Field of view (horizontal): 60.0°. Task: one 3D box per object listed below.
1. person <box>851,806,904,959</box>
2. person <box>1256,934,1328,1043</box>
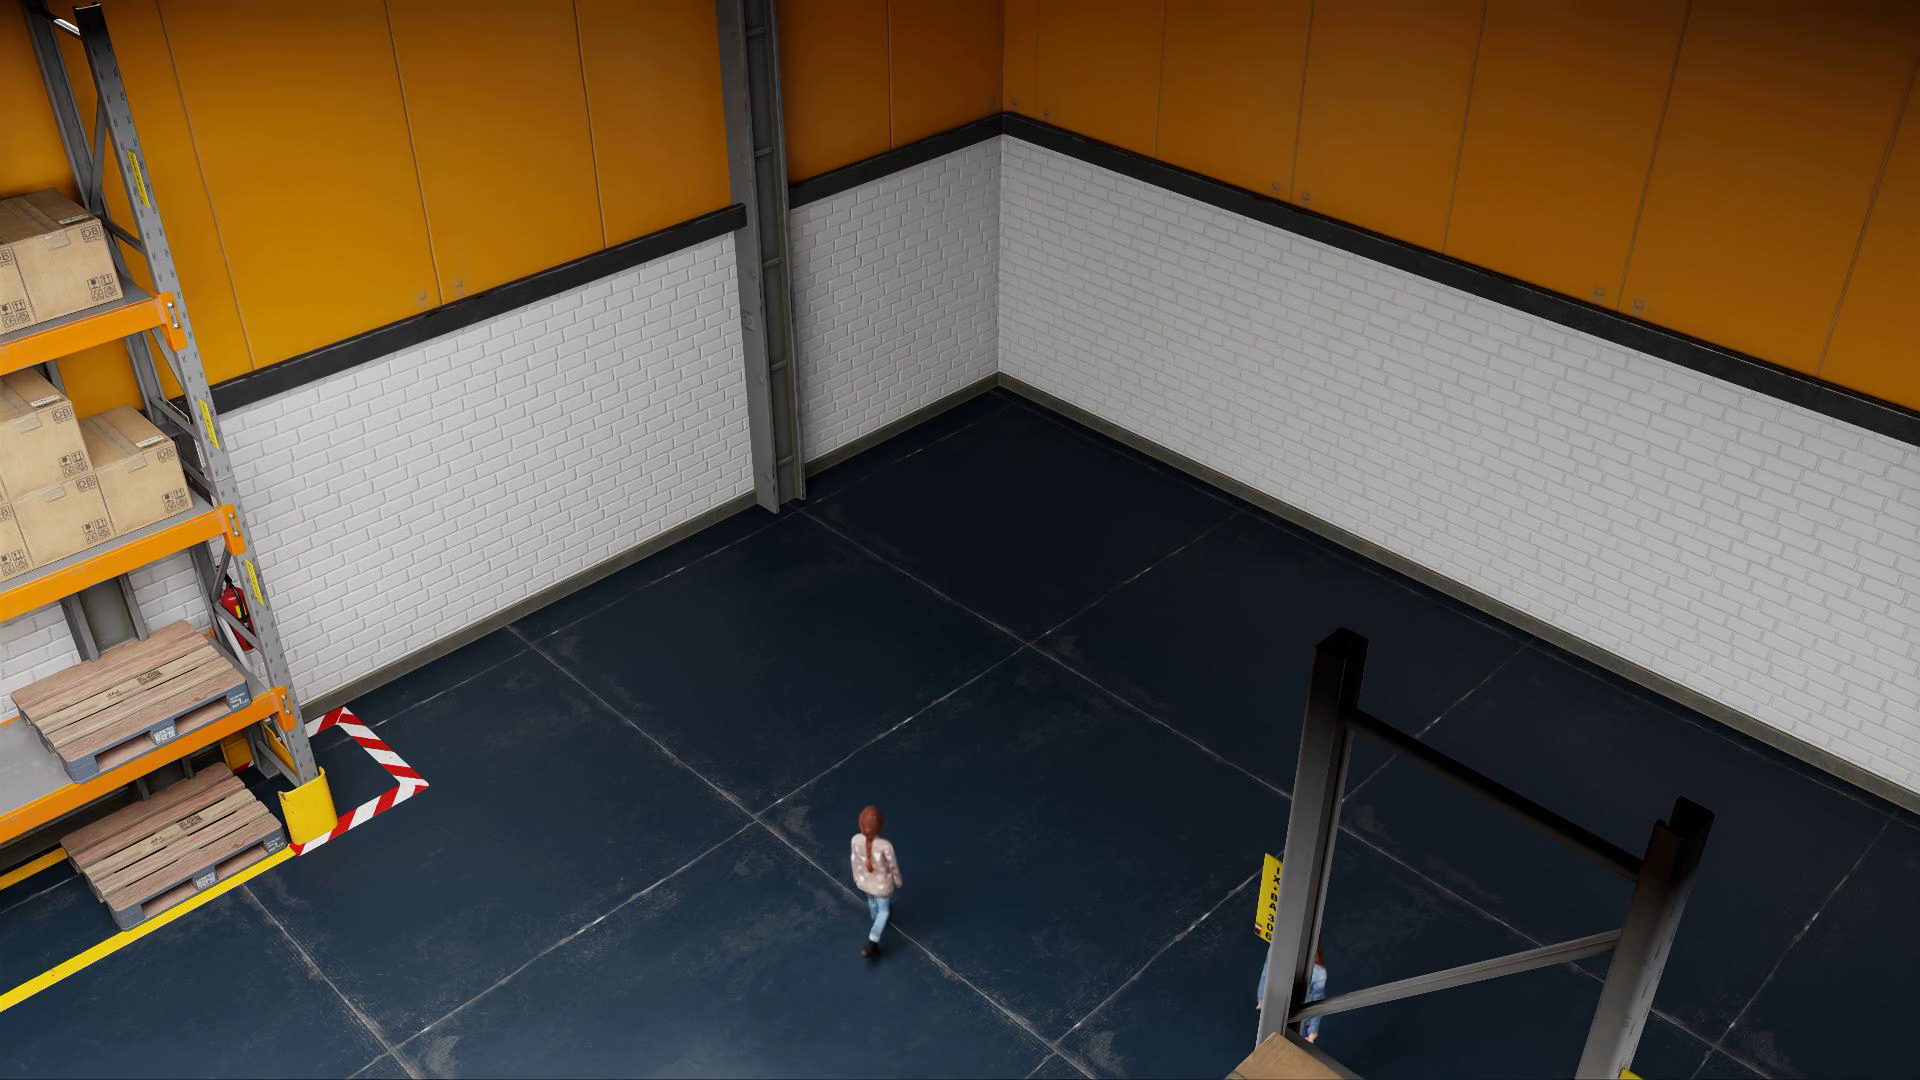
[{"bbox_3d":[-0.561,2.267,11.008,0.618,1.183,0.799,15,37,22],"label":"person"},{"bbox_3d":[1.989,2.803,9.937,0.577,1.475,0.512,25,41,33],"label":"person"}]
